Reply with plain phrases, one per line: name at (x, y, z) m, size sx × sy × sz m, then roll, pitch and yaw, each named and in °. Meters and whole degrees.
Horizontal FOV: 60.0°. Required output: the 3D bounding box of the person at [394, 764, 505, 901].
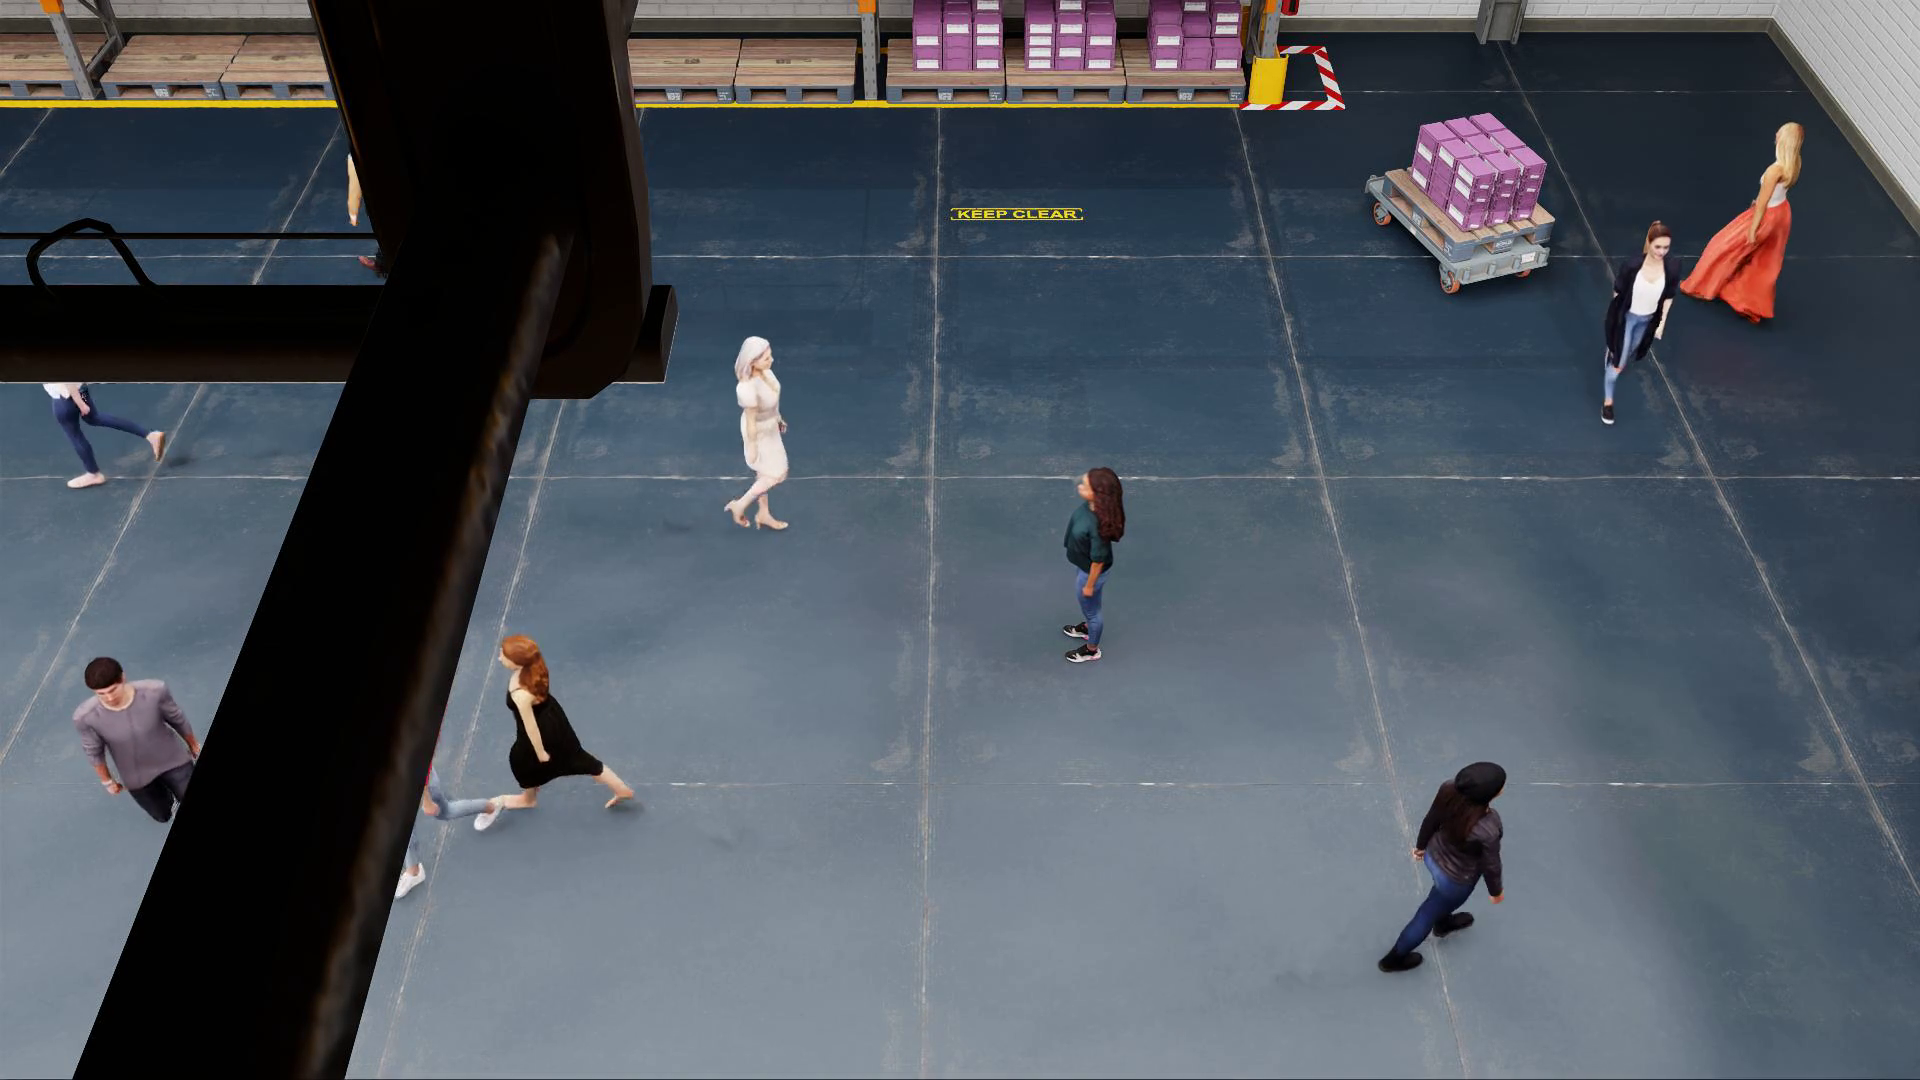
person at (-3.115, 1.352, 9.639) m, size 1.098 × 1.665 × 1.107 m, roll 30°, pitch 51°, yaw 28°

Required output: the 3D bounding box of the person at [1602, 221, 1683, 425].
person at (5.234, -1.773, 12.928) m, size 1.066 × 1.653 × 0.799 m, roll 7°, pitch 44°, yaw 7°

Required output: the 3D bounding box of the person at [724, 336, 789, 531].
person at (-1.502, -0.725, 11.777) m, size 0.730 × 1.724 × 0.613 m, roll -1°, pitch 44°, yaw -1°

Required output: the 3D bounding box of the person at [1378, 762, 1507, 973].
person at (2.595, 1.832, 9.095) m, size 0.984 × 1.722 × 0.790 m, roll -11°, pitch 45°, yaw -11°

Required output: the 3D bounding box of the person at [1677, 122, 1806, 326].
person at (6.696, -2.556, 13.664) m, size 1.102 × 1.773 × 1.100 m, roll -27°, pitch 50°, yaw -25°

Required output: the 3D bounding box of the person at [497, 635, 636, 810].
person at (-2.401, 1.129, 9.927) m, size 1.094 × 1.591 × 0.625 m, roll 4°, pitch 44°, yaw 4°

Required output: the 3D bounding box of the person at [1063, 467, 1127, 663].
person at (0.870, 0.154, 10.932) m, size 0.585 × 1.617 × 0.591 m, roll 1°, pitch 44°, yaw 1°

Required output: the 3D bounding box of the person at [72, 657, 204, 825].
person at (-4.686, 1.236, 9.650) m, size 1.057 × 1.819 × 1.048 m, roll -25°, pitch 49°, yaw -24°
